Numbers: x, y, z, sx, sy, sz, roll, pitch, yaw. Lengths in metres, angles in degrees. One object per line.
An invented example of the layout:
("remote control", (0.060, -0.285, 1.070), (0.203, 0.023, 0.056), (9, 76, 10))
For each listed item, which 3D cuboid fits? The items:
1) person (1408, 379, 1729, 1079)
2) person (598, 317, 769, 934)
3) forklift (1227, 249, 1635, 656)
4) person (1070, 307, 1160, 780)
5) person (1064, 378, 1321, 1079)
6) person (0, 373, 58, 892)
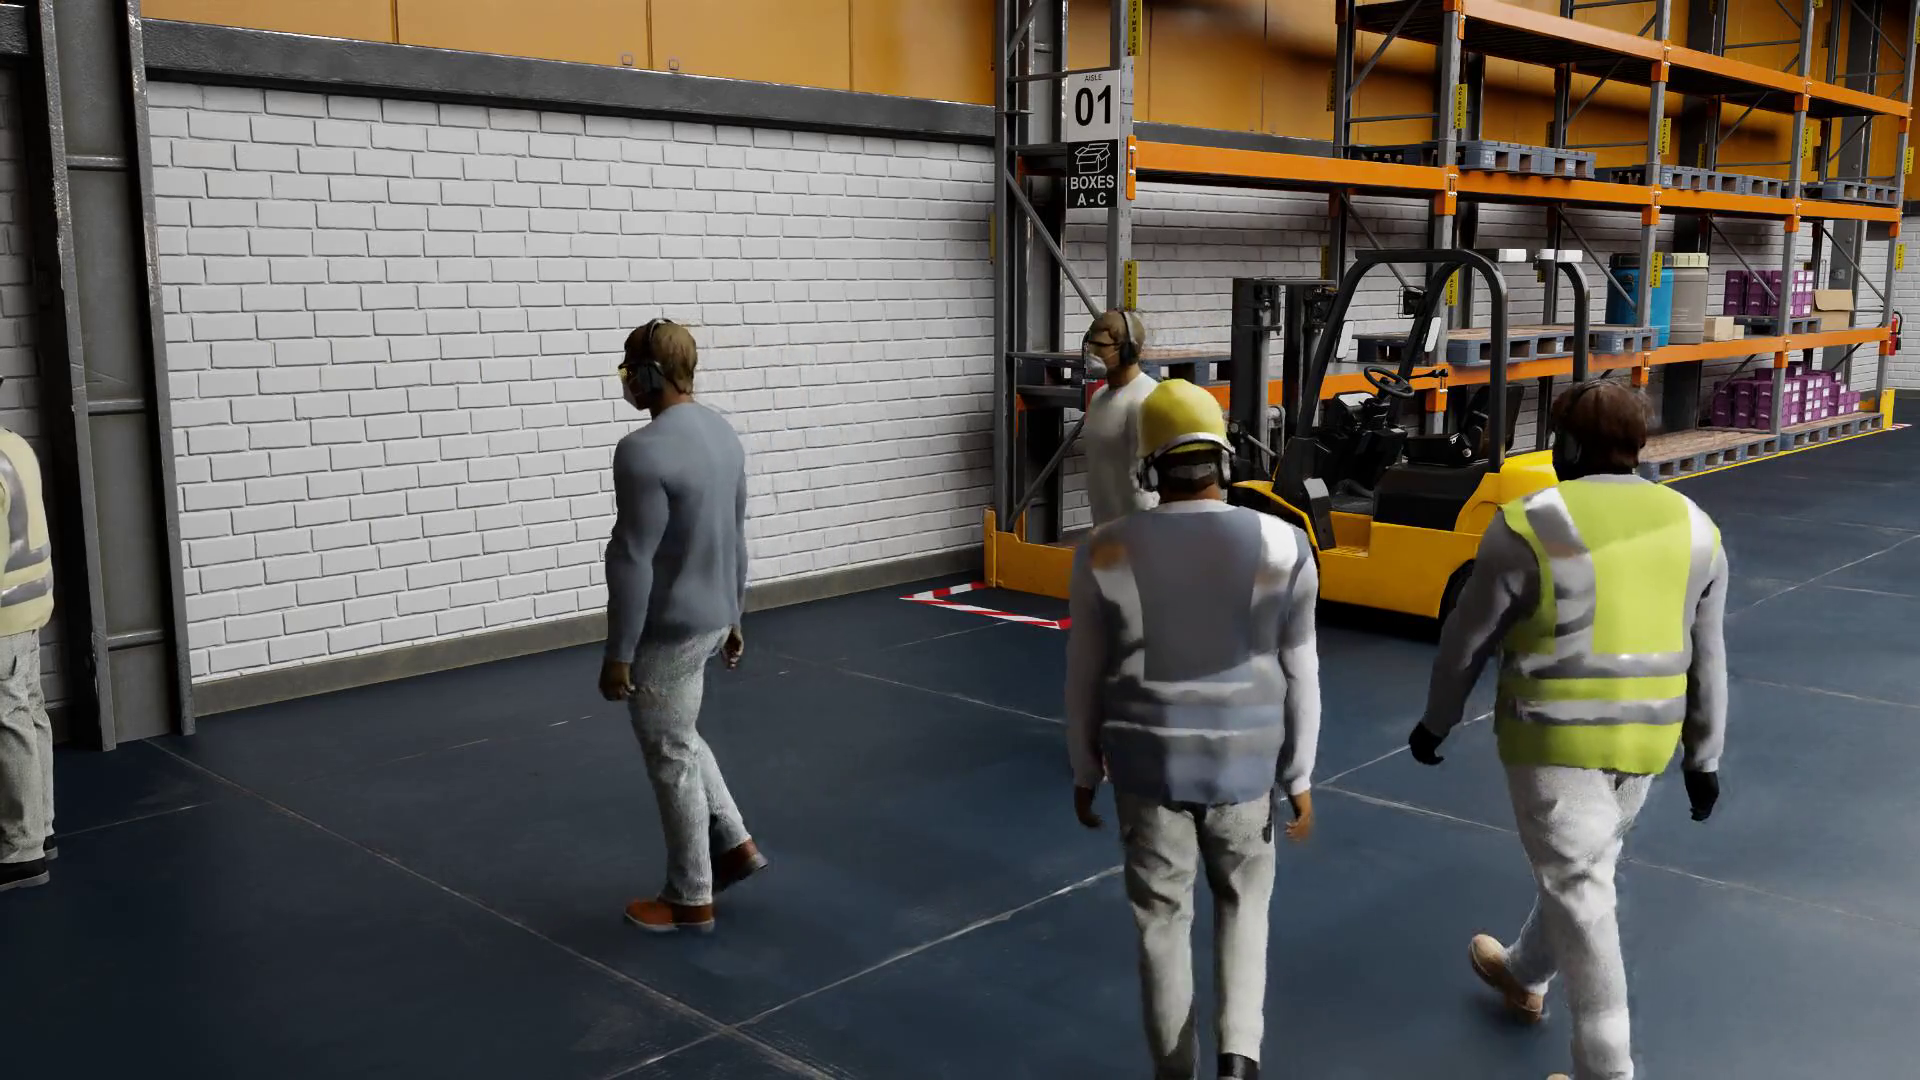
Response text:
("person", (1.512, 0.497, 4.219), (0.638, 1.793, 0.957), (-3, 10, -18))
("person", (-0.905, 0.282, 5.151), (0.429, 1.928, 0.633), (2, 10, 13))
("forklift", (2.710, -0.584, 9.626), (2.313, 2.155, 1.214), (9, 13, 43))
("person", (0.720, 0.020, 6.775), (0.524, 1.926, 0.634), (-3, 10, -18))
("person", (0.544, 0.527, 3.977), (0.606, 1.815, 0.414), (1, 9, 4))
("person", (-3.257, 0.264, 5.562), (0.403, 1.822, 0.589), (-3, 10, -18))
